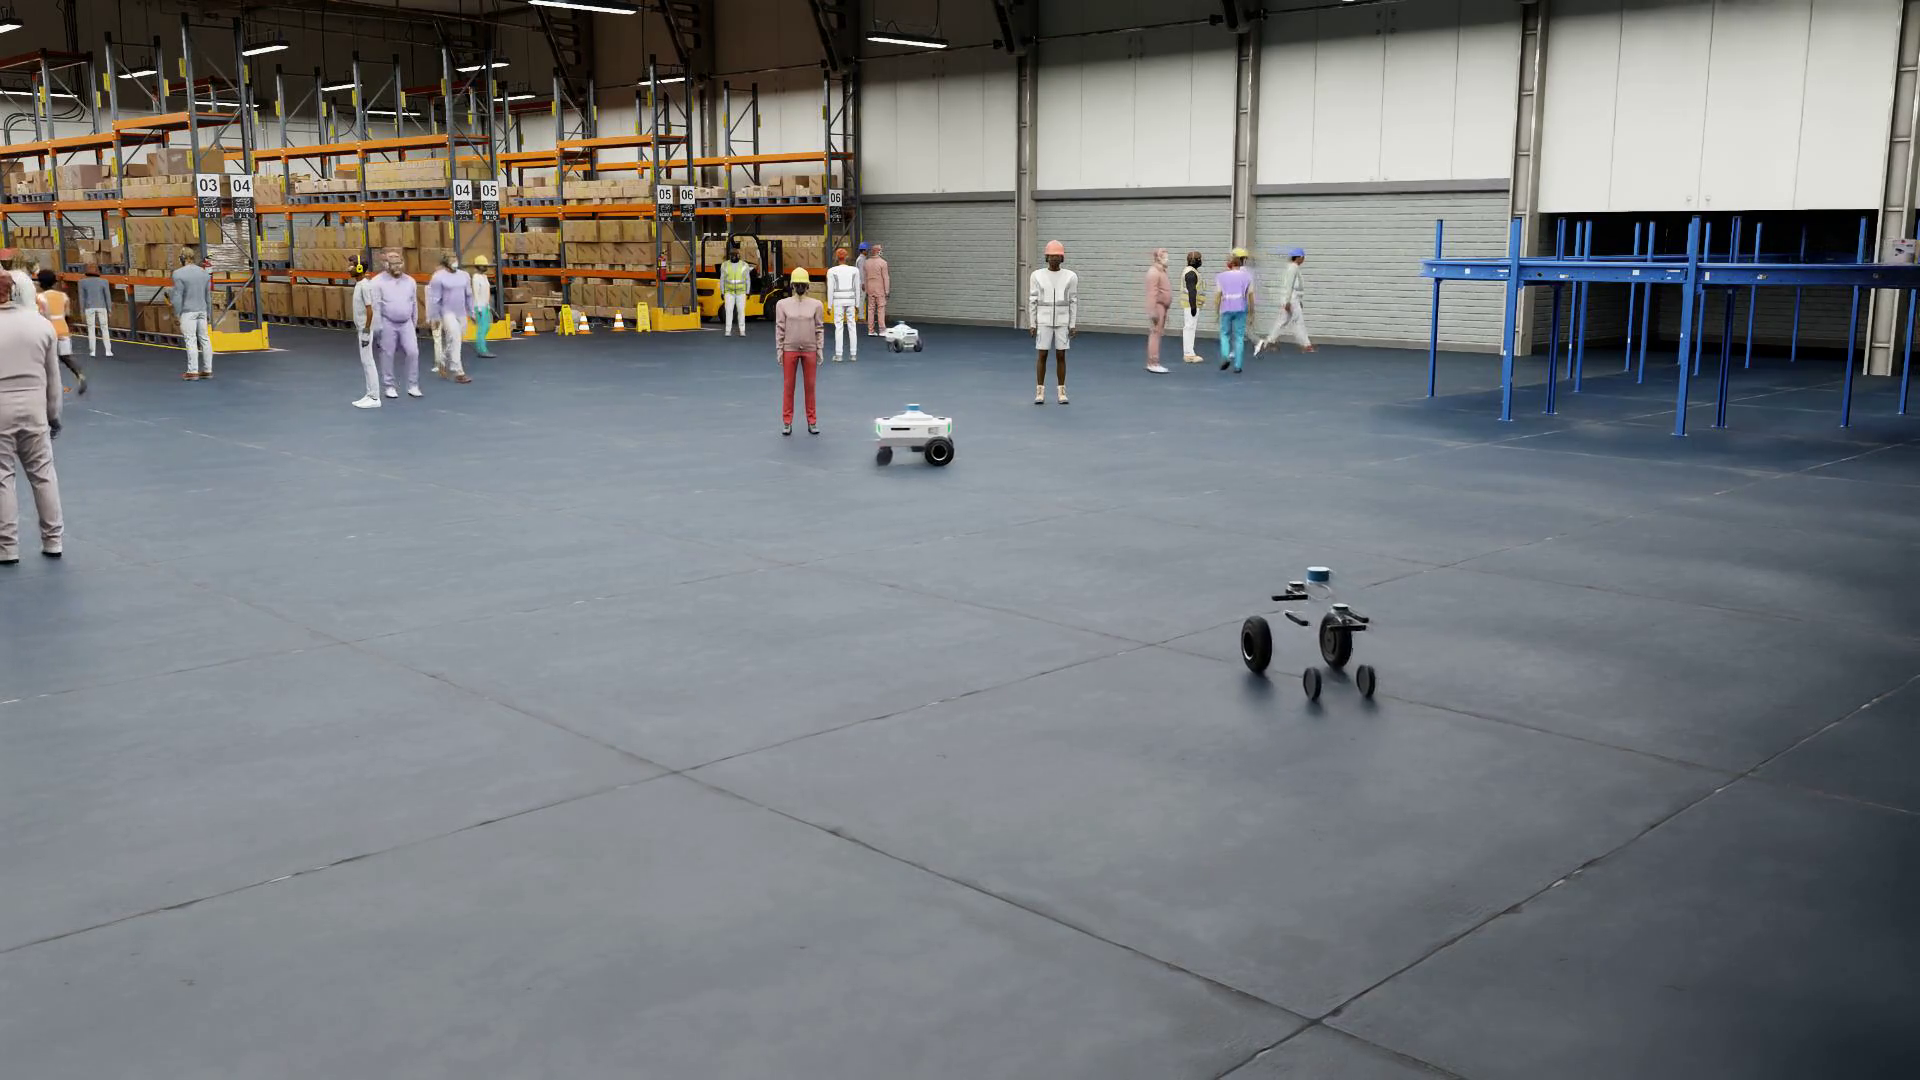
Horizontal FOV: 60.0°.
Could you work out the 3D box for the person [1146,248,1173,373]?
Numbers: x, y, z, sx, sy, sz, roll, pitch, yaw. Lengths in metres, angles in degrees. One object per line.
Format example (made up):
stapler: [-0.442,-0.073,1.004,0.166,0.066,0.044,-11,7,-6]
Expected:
person: [3.099,-3.563,25.827,0.402,1.908,0.648,3,11,18]

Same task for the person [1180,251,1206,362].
person: [3.927,-3.932,28.013,0.429,1.844,0.625,1,10,4]

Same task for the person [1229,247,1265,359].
person: [4.871,-4.053,28.503,0.669,1.905,0.585,5,11,23]

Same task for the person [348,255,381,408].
person: [-7.379,-2.577,20.548,0.319,1.871,0.532,-5,12,-26]

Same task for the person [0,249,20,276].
person: [-15.904,-3.940,27.928,0.562,1.894,0.982,-5,11,-23]

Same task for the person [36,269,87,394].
person: [-11.826,-2.703,21.748,0.694,1.677,0.543,5,11,23]

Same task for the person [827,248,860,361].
person: [-1.967,-3.975,28.125,0.573,1.886,0.353,-4,11,-20]

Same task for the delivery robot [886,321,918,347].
delivery robot: [-1.063,-3.767,30.484,0.477,0.478,0.707,-6,12,-29]

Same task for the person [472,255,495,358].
person: [-8.309,-4.070,28.969,0.322,1.767,0.530,1,10,3]

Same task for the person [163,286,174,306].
person: [-17.410,-5.579,36.949,0.582,1.862,0.798,-9,14,-40]

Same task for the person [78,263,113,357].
person: [-15.123,-4.028,29.100,0.508,1.632,0.265,-5,11,-25]

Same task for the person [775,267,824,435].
person: [-1.708,-2.018,17.774,0.525,1.772,0.304,-2,11,-12]

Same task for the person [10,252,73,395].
person: [-11.914,-2.735,21.366,0.917,1.879,0.646,-7,13,-34]

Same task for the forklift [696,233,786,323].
forklift: [-5.496,-6.489,41.108,2.313,2.155,1.214,-10,14,-44]

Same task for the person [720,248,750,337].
person: [-4.723,-5.204,34.951,0.634,1.841,0.429,-1,10,-7]

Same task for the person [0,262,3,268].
person: [-19.595,-5.009,33.646,0.892,1.935,0.609,9,14,41]

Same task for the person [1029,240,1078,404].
person: [1.177,-2.746,20.983,0.608,2.048,0.365,0,10,-2]

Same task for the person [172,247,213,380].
person: [-11.291,-3.332,24.497,0.360,1.934,0.624,4,11,23]

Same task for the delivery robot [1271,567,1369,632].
delivery robot: [1.699,0.245,7.897,0.335,0.223,0.698,-2,11,-11]

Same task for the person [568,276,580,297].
person: [-10.621,-7.079,45.472,0.483,1.737,0.320,4,11,19]

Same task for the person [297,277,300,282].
person: [-19.715,-7.873,49.255,0.368,1.934,0.543,-2,11,-12]

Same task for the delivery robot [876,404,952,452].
delivery robot: [-0.431,-1.029,15.552,0.707,0.478,0.477,0,10,-1]

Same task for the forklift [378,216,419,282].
forklift: [-17.868,-9.201,54.028,1.873,2.768,1.129,-10,14,-44]

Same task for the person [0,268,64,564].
person: [-6.174,-0.808,10.800,0.403,1.906,0.651,8,13,36]

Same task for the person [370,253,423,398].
person: [-7.309,-2.779,21.632,0.659,1.882,0.761,-8,13,-37]

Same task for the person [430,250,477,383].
person: [-7.432,-3.267,24.218,0.872,1.911,0.635,7,13,34]

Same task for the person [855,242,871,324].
person: [-2.324,-6.163,39.884,0.401,1.949,0.605,-1,10,-3]

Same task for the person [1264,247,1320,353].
person: [6.010,-4.353,30.155,0.999,1.908,0.621,3,11,14]

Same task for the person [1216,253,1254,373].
person: [4.268,-3.510,25.751,0.610,1.824,0.450,2,11,8]

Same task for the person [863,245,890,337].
person: [-1.715,-5.217,34.846,0.641,1.908,0.407,8,13,36]

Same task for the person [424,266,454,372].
person: [-8.052,-3.427,25.823,0.507,1.633,0.277,-8,13,-37]
